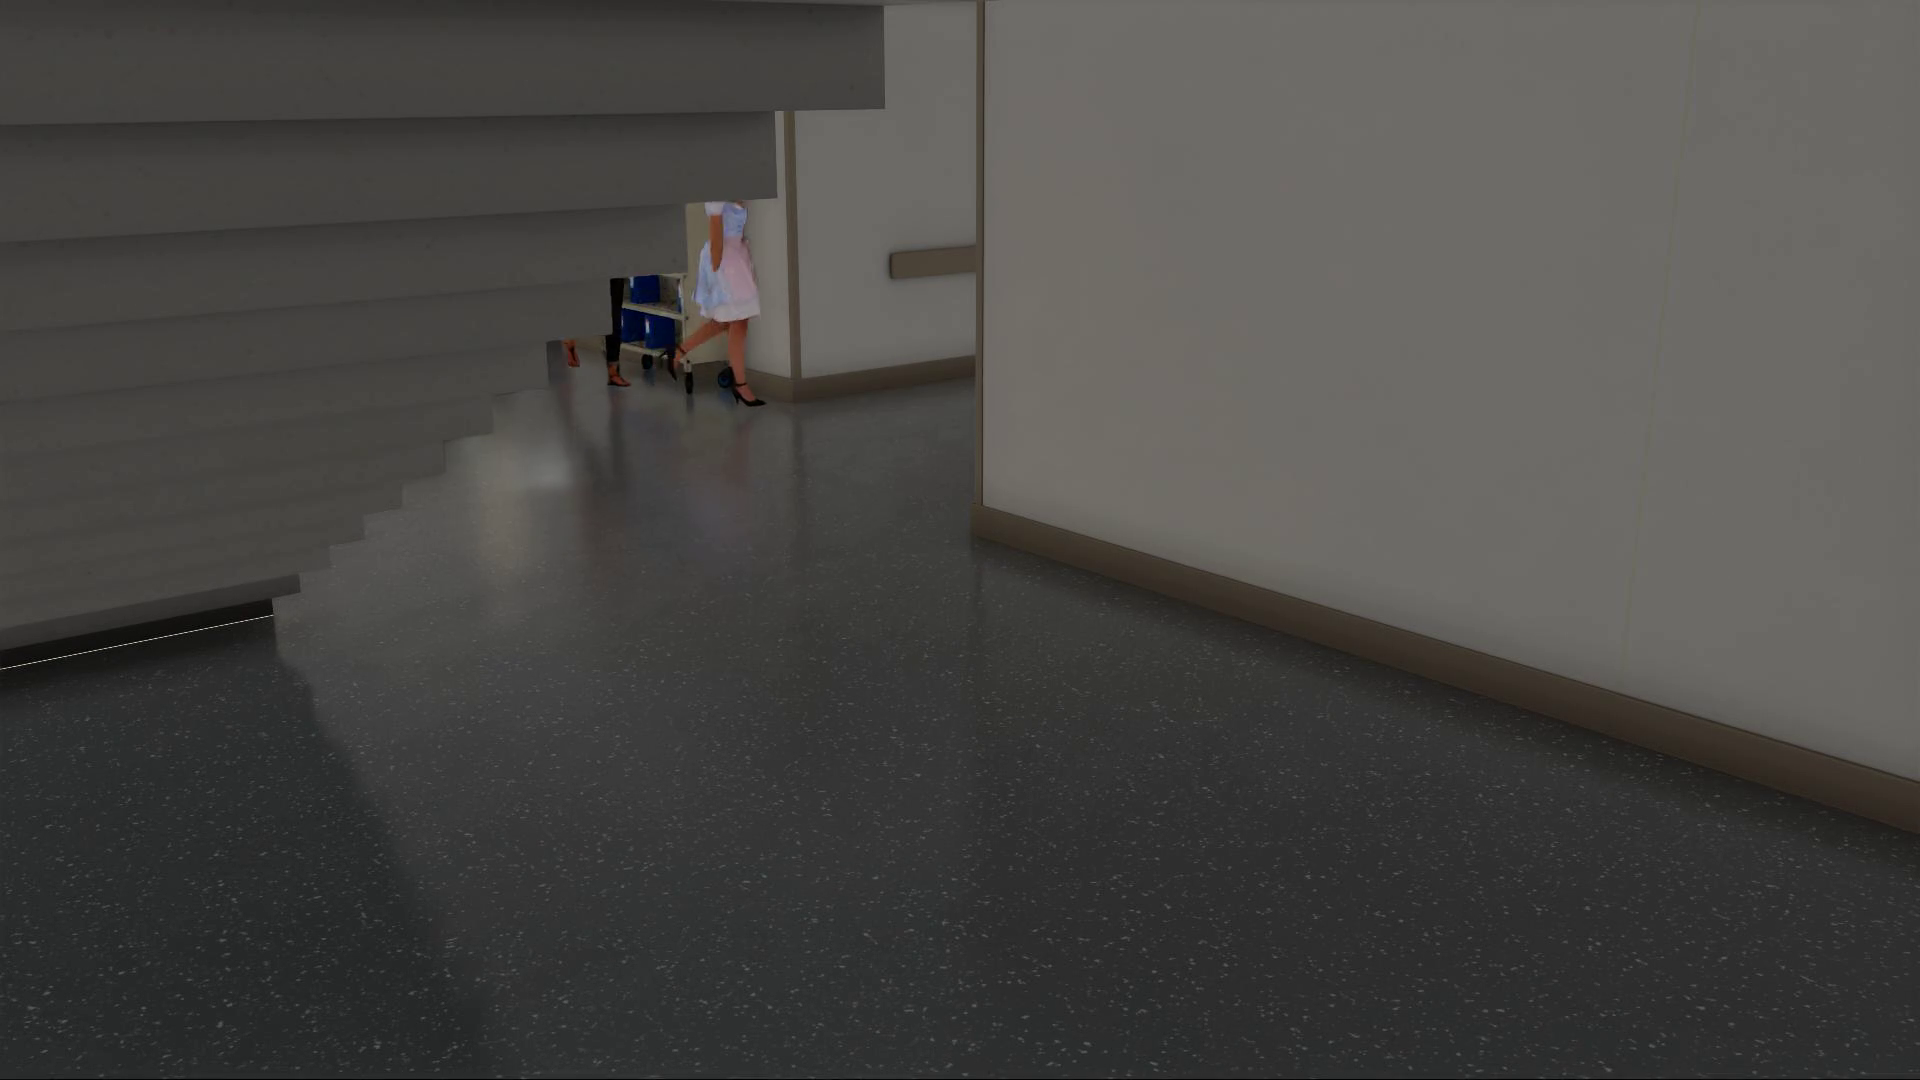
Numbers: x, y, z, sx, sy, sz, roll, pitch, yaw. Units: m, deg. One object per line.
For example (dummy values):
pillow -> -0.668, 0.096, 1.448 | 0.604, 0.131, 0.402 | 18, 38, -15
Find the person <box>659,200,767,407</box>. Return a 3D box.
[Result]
person -> -1.691, -1.796, 11.440 | 1.116, 1.790, 1.025 | 3, 16, 12
